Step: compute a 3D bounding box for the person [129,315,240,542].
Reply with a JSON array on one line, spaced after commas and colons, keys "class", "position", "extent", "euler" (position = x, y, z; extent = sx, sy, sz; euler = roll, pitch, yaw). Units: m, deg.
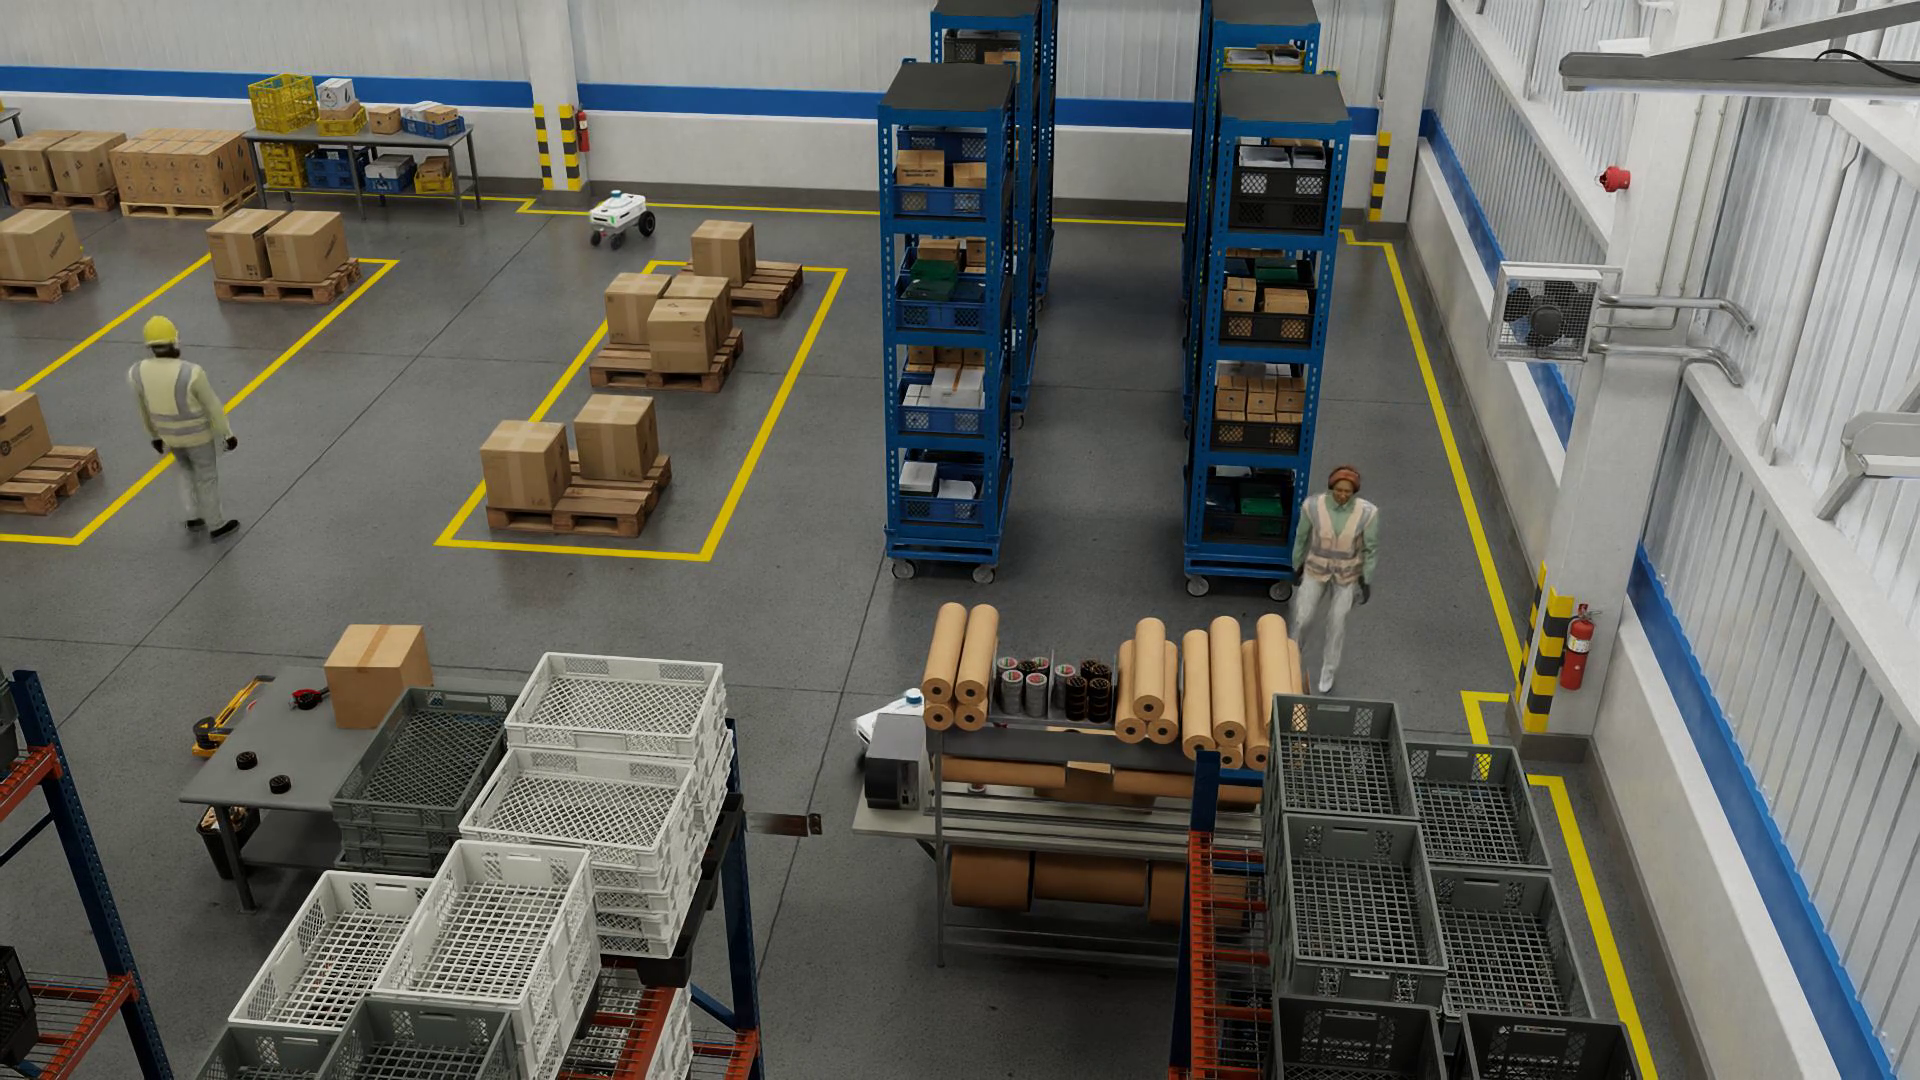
[{"class": "person", "position": [-5.809, -0.810, 12.516], "extent": [0.630, 1.820, 0.409], "euler": [6, 31, 11]}]

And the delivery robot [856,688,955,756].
[{"class": "delivery robot", "position": [-0.283, 1.144, 10.311], "extent": [0.707, 0.478, 0.477], "euler": [-19, 35, -29]}]

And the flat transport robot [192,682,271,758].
[{"class": "flat transport robot", "position": [-4.089, 1.163, 10.648], "extent": [1.431, 0.197, 0.652], "euler": [3, 30, 6]}]

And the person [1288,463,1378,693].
[{"class": "person", "position": [2.427, 0.241, 10.890], "extent": [0.524, 1.628, 0.384], "euler": [5, 31, 8]}]

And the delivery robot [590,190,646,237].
[{"class": "delivery robot", "position": [-3.813, -3.654, 18.553], "extent": [0.477, 0.478, 0.707], "euler": [12, 33, 20]}]
